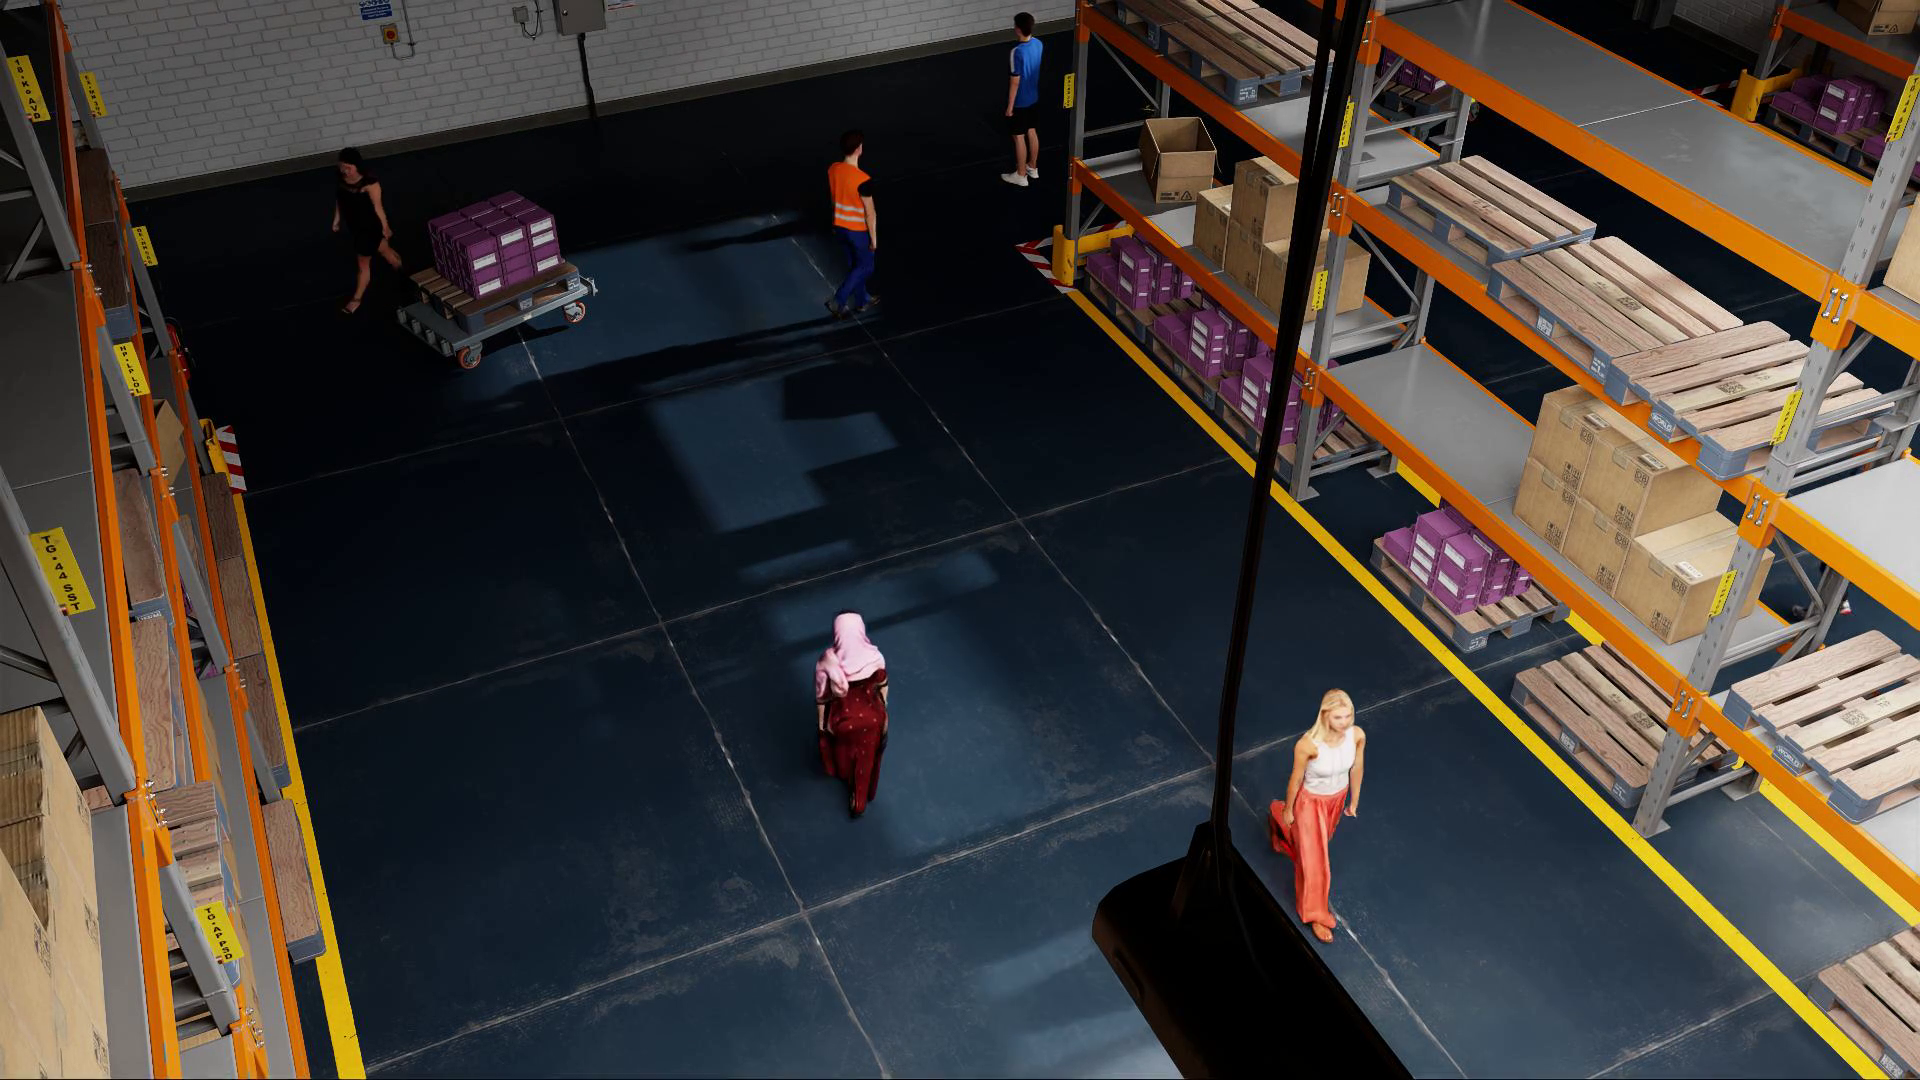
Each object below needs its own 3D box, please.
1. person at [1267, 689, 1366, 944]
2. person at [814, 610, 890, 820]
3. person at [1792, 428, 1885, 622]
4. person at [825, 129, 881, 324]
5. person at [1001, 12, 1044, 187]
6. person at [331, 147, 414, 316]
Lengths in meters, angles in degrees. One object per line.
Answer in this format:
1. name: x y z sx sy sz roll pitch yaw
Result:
1. person: 2.105 1.518 9.960 0.710 1.774 1.163 -12 40 -15
2. person: -0.676 1.149 10.549 0.769 1.616 0.902 -4 39 -5
3. person: 6.470 -0.038 11.928 0.701 1.750 0.691 -24 45 -27
4. person: -1.038 -2.852 15.357 1.067 1.867 0.997 27 46 29
5. person: 0.682 -4.692 17.663 0.749 1.866 0.747 25 45 28
6. person: -5.500 -2.962 15.667 1.111 1.652 1.027 29 47 31
